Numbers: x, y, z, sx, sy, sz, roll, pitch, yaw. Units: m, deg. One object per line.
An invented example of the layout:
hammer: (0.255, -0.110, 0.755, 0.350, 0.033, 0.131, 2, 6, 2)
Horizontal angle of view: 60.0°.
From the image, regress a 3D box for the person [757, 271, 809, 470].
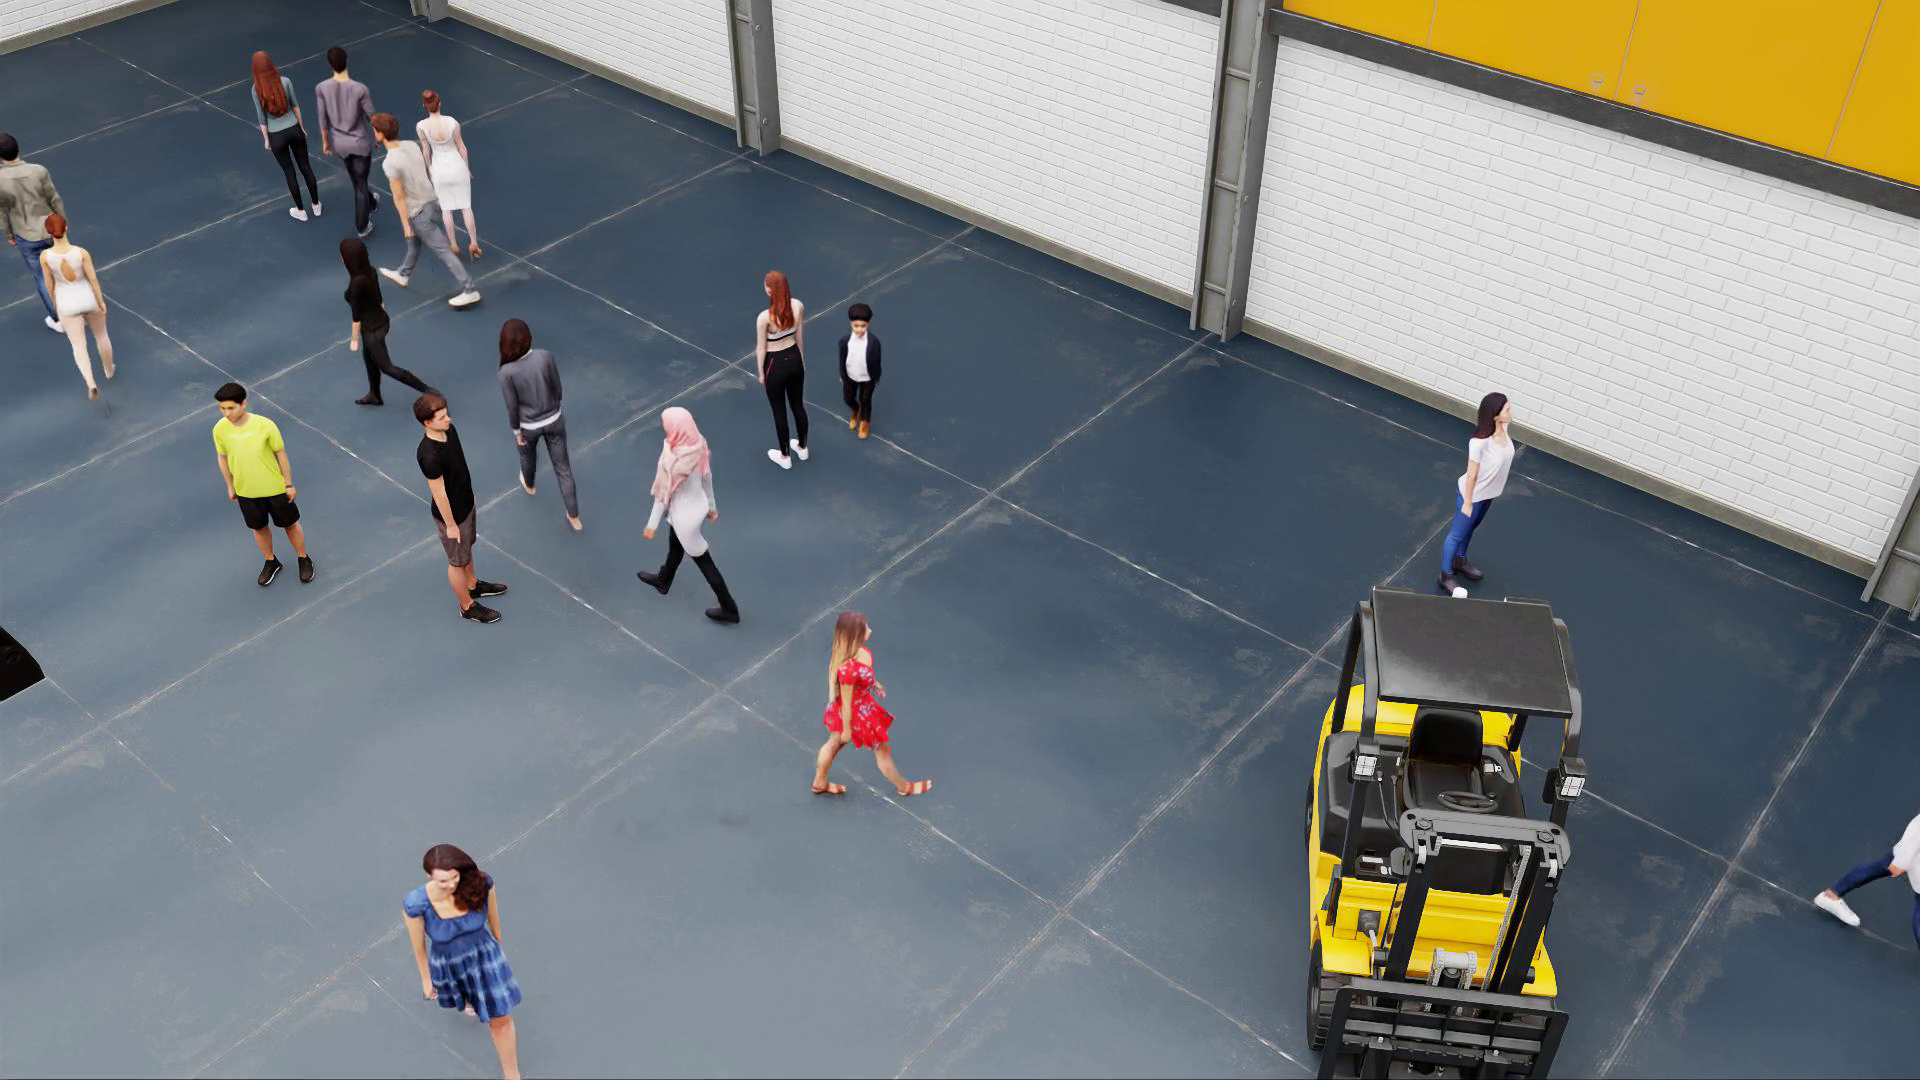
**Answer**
person: (-1.400, -1.366, 13.282, 0.618, 1.746, 0.587, -25, 45, -28)

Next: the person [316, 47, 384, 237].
person: (-6.002, -3.850, 16.346, 1.103, 1.805, 1.117, 0, 39, 0)

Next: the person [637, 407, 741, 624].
person: (-1.824, -0.123, 11.714, 1.199, 1.762, 0.887, 13, 40, 16)

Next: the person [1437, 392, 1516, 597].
person: (3.737, -0.342, 12.051, 0.508, 1.683, 0.593, 28, 47, 31)

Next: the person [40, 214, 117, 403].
person: (-7.479, -1.956, 14.118, 0.823, 1.624, 1.036, -19, 43, -23)

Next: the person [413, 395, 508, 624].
person: (-3.598, -0.250, 11.792, 0.807, 1.862, 0.761, -1, 39, -1)

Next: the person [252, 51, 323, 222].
person: (-6.748, -4.039, 16.633, 0.621, 1.742, 0.592, -26, 45, -29)

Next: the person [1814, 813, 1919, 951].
person: (5.404, 1.701, 9.455, 1.136, 1.730, 0.704, 30, 47, 32)

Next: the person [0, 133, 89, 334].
person: (-8.271, -2.742, 14.914, 0.744, 1.860, 0.653, -25, 45, -28)

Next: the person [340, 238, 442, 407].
person: (-4.806, -1.743, 13.860, 1.081, 1.614, 0.984, -1, 39, -1)

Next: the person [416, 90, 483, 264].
person: (-4.884, -3.479, 15.892, 0.629, 1.790, 0.675, -5, 39, -7)

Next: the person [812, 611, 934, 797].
person: (-0.758, 1.068, 10.387, 1.036, 1.556, 0.991, -5, 39, -6)

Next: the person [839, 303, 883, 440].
person: (-0.826, -1.434, 13.790, 0.606, 1.219, 0.677, 4, 39, 5)

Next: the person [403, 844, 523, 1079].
person: (-2.640, 2.214, 8.777, 0.963, 1.774, 1.219, -16, 41, -19)

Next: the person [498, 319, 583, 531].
person: (-3.156, -0.843, 12.654, 0.909, 1.713, 1.216, -19, 42, -22)

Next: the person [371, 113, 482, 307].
person: (-4.856, -2.978, 15.263, 1.369, 1.793, 1.118, 4, 39, 5)

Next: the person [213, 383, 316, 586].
person: (-5.106, -0.423, 12.132, 0.697, 1.709, 0.751, -4, 39, -5)
